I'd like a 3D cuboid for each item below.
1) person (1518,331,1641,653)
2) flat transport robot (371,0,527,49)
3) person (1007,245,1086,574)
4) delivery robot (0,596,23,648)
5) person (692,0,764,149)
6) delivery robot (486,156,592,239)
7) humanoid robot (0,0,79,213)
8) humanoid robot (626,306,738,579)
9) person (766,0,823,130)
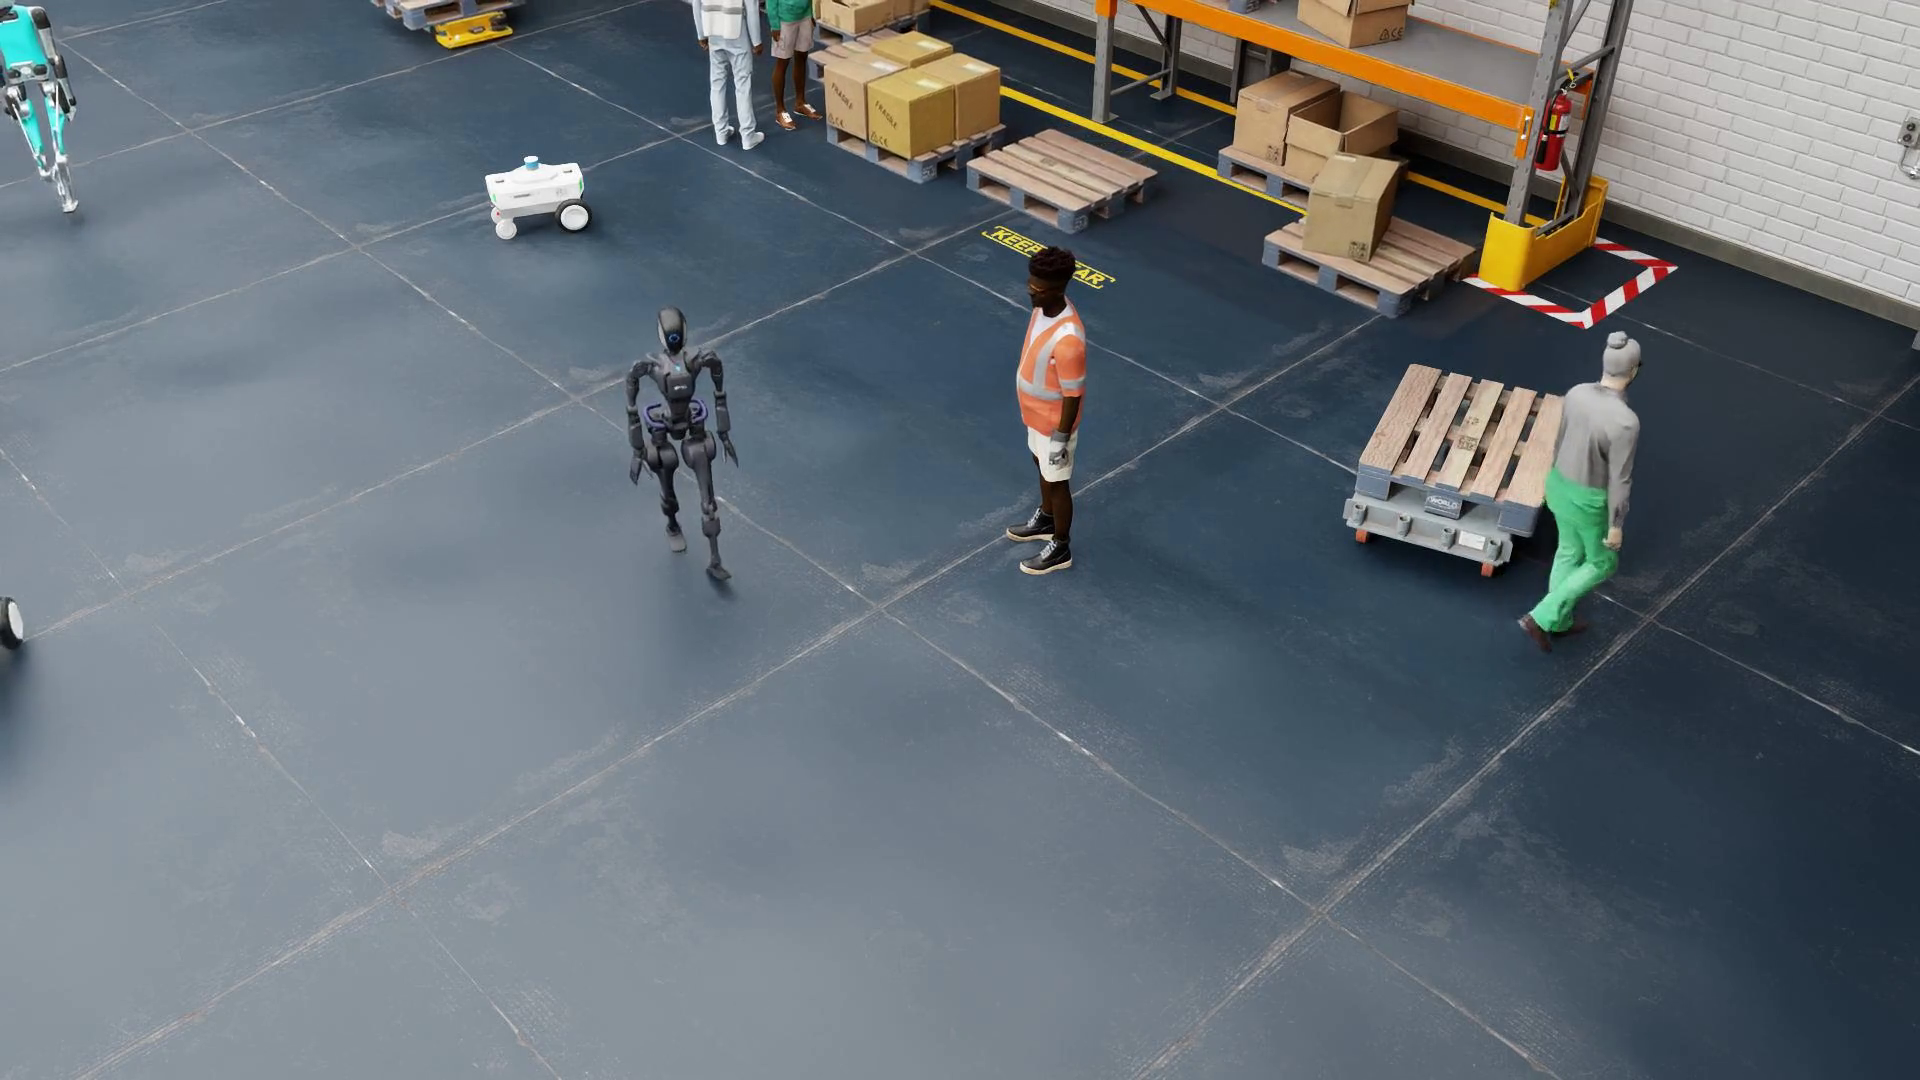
[{"bbox_3d":[3.183,-0.217,8.524,0.488,1.826,0.577,-14,39,-18],"label":"person"},{"bbox_3d":[-5.032,-5.196,16.413,0.659,0.231,1.431,-25,44,-29],"label":"flat transport robot"},{"bbox_3d":[0.481,-0.703,9.056,0.361,1.964,0.612,-7,38,-9],"label":"person"},{"bbox_3d":[-5.226,0.513,8.633,0.499,0.614,0.815,-11,39,-15],"label":"delivery robot"},{"bbox_3d":[-1.913,-4.162,13.685,0.586,1.911,0.400,12,39,16],"label":"person"},{"bbox_3d":[-3.244,-2.657,12.825,0.813,0.609,0.499,-12,39,-16],"label":"delivery robot"},{"bbox_3d":[-7.033,-3.274,12.653,0.553,1.749,1.003,-11,38,-14],"label":"humanoid robot"},{"bbox_3d":[-1.520,-0.533,9.087,0.599,1.634,0.727,-13,39,-17],"label":"humanoid robot"},{"bbox_3d":[-1.441,-4.438,14.100,0.376,1.846,0.507,29,46,33],"label":"person"}]
